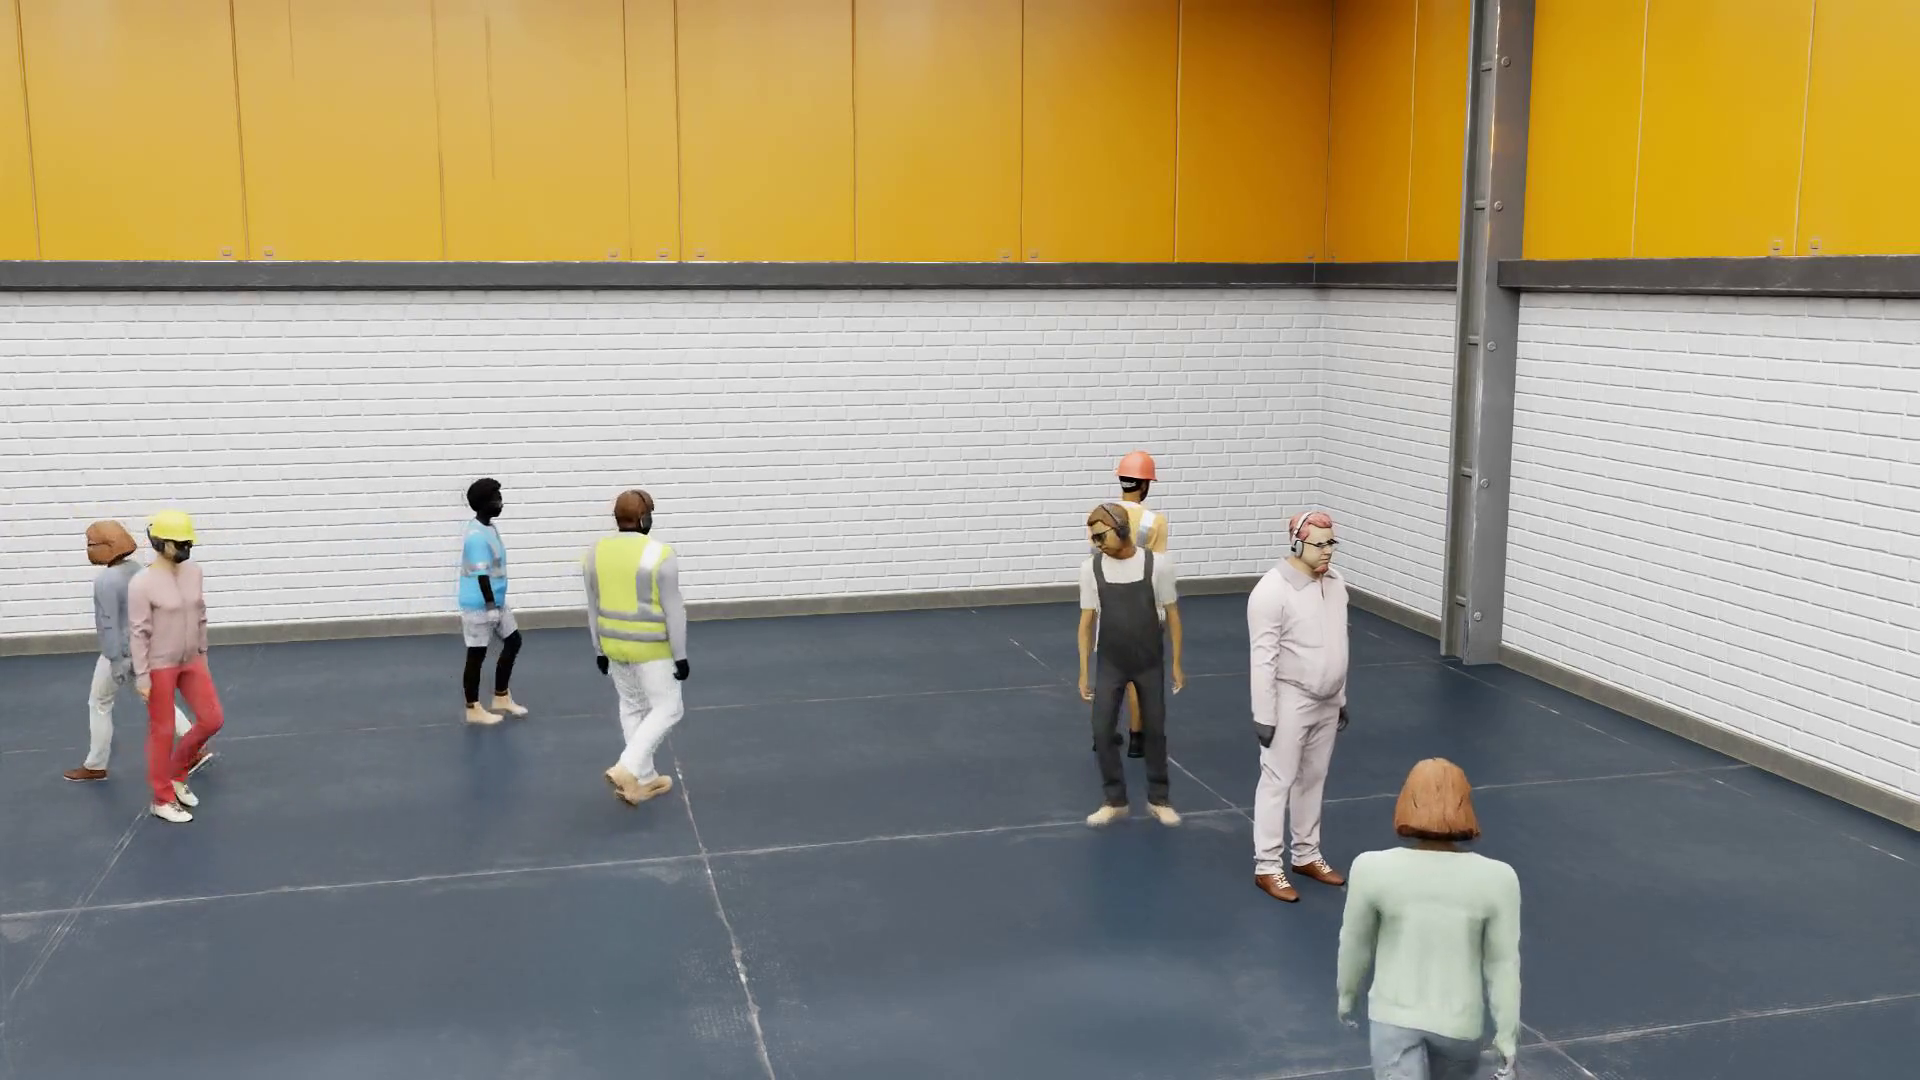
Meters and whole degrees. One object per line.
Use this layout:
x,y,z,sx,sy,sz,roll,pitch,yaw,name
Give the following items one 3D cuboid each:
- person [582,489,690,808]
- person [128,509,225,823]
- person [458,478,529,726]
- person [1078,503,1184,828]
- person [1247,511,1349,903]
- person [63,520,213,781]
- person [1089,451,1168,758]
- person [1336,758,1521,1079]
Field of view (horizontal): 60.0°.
-1.836,0.621,9.396,0.645,1.826,0.628,4,10,26,person
-4.324,0.694,9.177,0.384,1.743,0.547,3,10,19,person
-3.096,0.419,11.102,0.535,1.677,0.558,-1,9,-6,person
0.943,0.686,9.079,0.592,1.807,0.401,2,9,9,person
1.678,0.796,8.100,0.639,1.900,0.404,-8,12,-41,person
-4.924,0.659,9.888,0.842,1.597,0.510,0,9,2,person
1.075,0.401,10.472,0.541,1.929,0.380,6,11,33,person
1.410,1.437,5.068,0.516,1.576,0.860,2,9,9,person
